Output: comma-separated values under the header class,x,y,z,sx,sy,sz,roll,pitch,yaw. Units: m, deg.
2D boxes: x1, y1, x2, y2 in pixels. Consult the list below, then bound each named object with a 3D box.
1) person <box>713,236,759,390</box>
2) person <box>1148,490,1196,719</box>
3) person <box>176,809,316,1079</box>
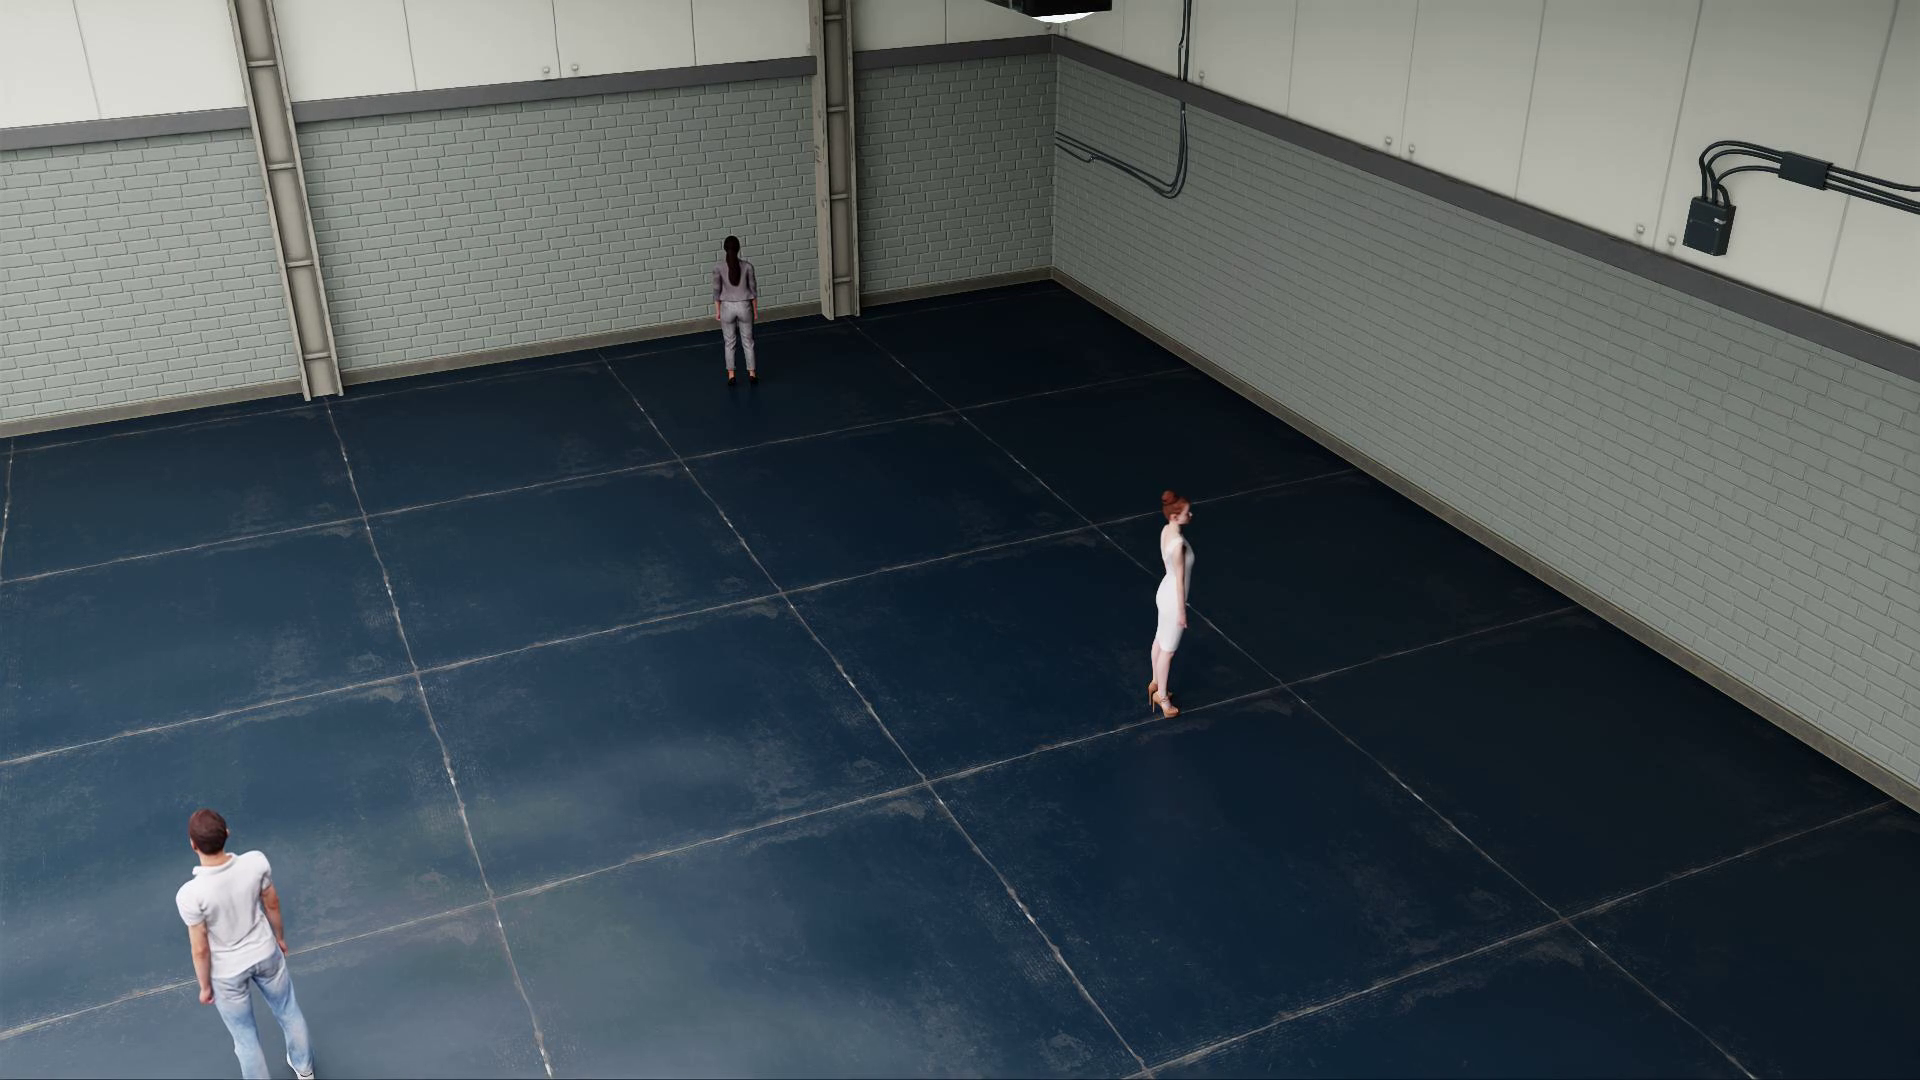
class,x,y,z,sx,sy,sz,roll,pitch,yaw
person,-2.390,-2.436,17.798,0.631,1.678,0.752,-3,27,-6
person,1.522,0.459,12.050,0.590,1.793,0.622,-2,27,-3
person,-3.712,2.188,8.630,0.791,1.850,0.651,21,34,34
